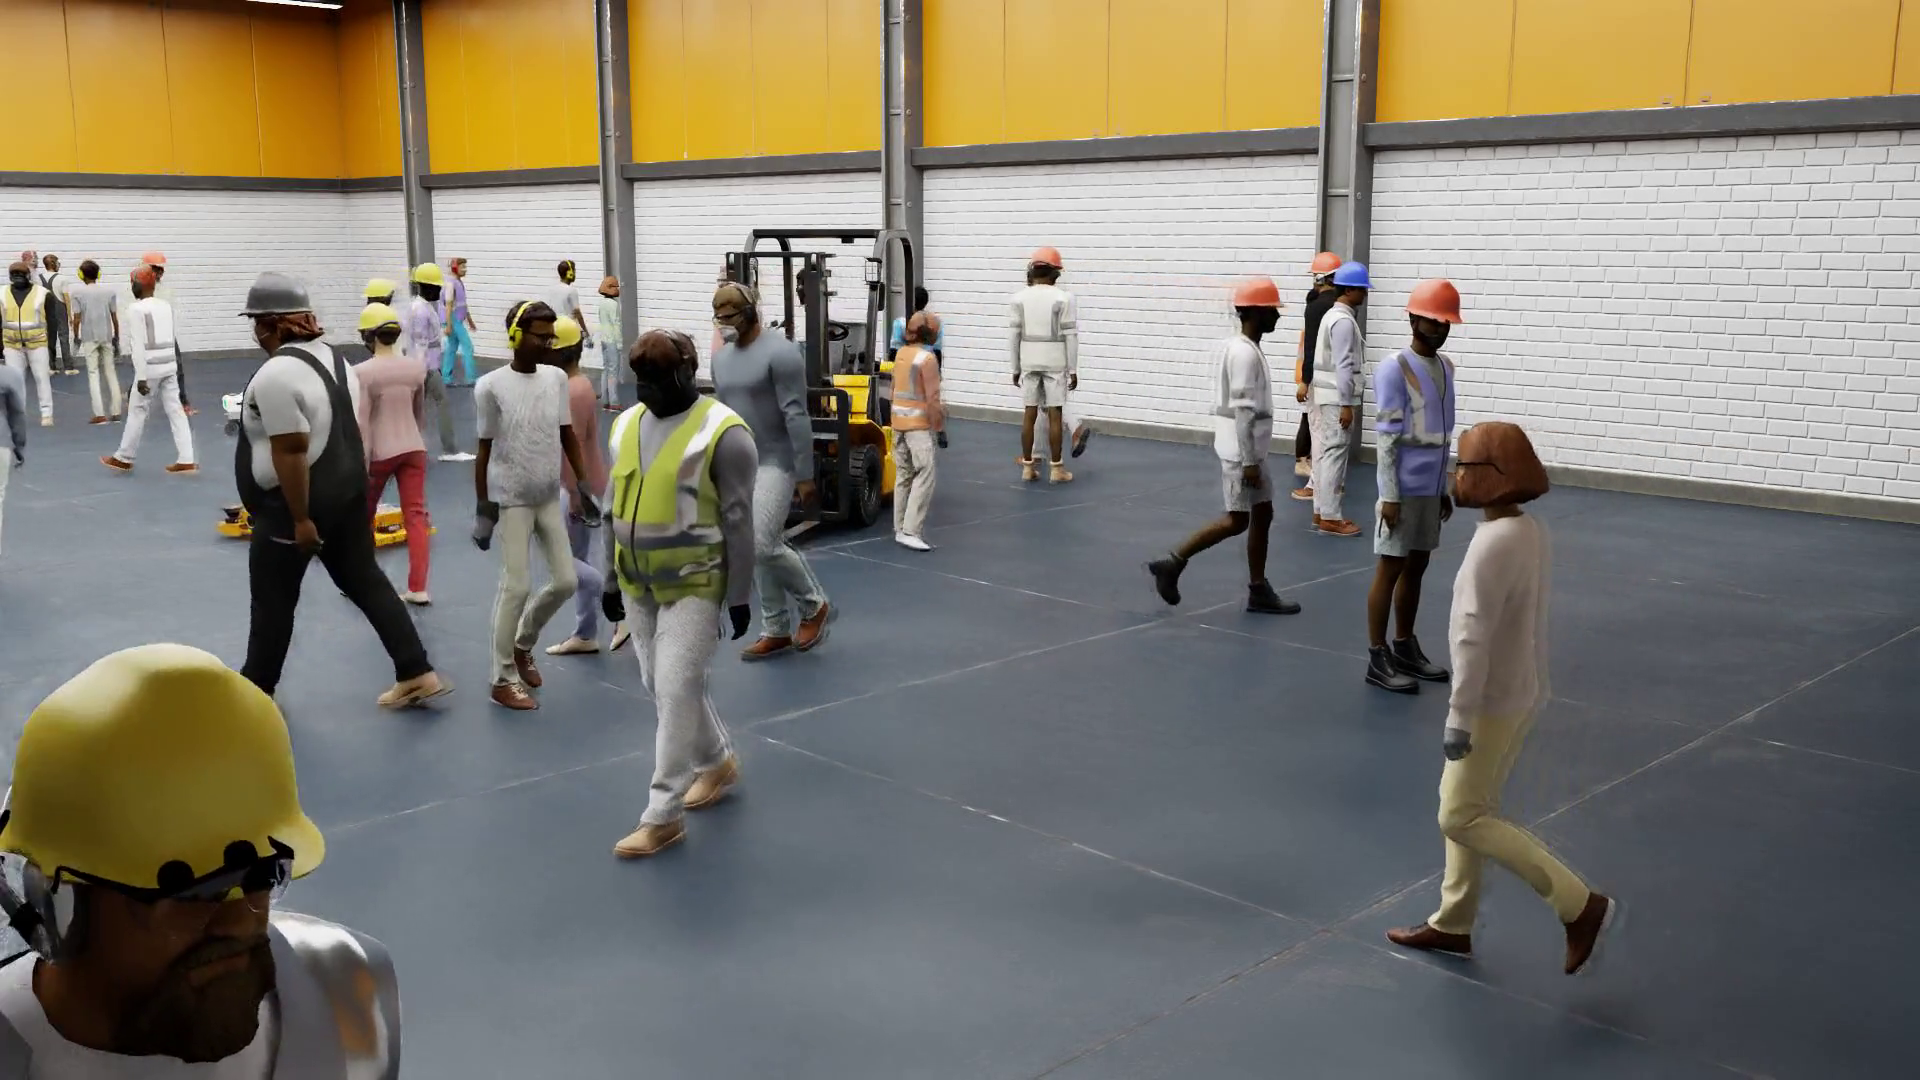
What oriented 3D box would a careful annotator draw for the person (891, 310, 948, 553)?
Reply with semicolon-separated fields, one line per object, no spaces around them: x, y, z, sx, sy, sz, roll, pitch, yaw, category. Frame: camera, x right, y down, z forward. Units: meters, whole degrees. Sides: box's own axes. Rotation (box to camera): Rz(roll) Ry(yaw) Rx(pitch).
-0.284;-0.744;11.337;0.382;1.626;0.705;-5;12;-26;person

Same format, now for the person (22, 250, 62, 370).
-14.550;-3.607;26.196;0.680;1.906;0.437;9;13;39;person

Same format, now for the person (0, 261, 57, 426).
-10.423;-2.177;18.559;0.632;1.842;0.429;-3;11;-16;person

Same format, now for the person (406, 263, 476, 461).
-5.067;-1.641;15.522;0.899;1.885;0.594;-4;11;-22;person

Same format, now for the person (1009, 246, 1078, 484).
0.738;-1.503;14.338;0.615;2.038;0.396;5;11;24;person

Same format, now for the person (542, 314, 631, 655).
-1.895;-0.257;8.327;0.451;1.743;0.547;-2;11;-10;person

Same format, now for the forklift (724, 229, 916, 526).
-1.050;-1.319;12.920;1.214;2.155;2.313;2;11;13;forklift

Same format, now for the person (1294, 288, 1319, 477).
3.135;-1.404;14.772;0.318;1.689;0.536;3;11;17;person

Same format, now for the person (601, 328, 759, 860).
-1.022;0.154;5.932;0.642;1.817;0.784;7;12;32;person

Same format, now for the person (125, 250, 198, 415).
-9.588;-2.463;19.791;0.868;1.961;0.621;4;11;23;person

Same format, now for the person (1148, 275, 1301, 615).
1.508;-0.519;9.310;0.780;1.920;0.545;3;11;14;person

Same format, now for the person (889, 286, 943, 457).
-0.430;-1.625;16.082;0.538;1.647;0.904;-7;13;-34;person

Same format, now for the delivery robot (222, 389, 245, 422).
-7.548;-1.459;17.900;0.707;0.478;0.477;-4;11;-19;delivery robot

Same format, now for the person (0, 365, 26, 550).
-6.124;-0.561;10.407;0.516;1.582;0.813;-4;11;-23;person

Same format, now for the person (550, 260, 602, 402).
-4.780;-2.511;20.461;0.974;1.820;0.510;-9;14;-41;person

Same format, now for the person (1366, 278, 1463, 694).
2.160;-0.255;7.833;0.543;1.932;0.376;-9;14;-42;person

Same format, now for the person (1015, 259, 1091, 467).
0.837;-1.615;15.268;0.637;1.922;0.641;8;13;37;person

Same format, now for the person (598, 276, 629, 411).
-4.235;-2.384;20.258;0.285;1.633;0.500;-7;12;-33;person

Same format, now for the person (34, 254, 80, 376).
-13.780;-3.418;25.325;0.506;1.843;0.349;0;10;-2;person

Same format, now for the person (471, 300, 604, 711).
-1.978;-0.164;7.573;0.510;1.845;0.524;8;13;36;person

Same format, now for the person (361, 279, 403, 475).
-5.089;-1.435;14.779;0.446;1.751;0.530;-2;11;-13;person

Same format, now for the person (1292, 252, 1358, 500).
2.941;-1.313;13.425;0.611;1.996;0.378;-9;14;-41;person

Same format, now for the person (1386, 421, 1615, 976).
1.562;0.470;4.739;0.573;1.615;0.514;5;11;24;person

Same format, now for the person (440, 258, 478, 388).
-6.933;-3.024;23.266;0.817;1.813;0.596;-2;10;-8;person

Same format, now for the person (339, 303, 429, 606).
-3.360;-0.496;9.669;0.750;1.739;0.526;8;13;38;person

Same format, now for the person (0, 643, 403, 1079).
-0.687;0.979;1.507;0.930;1.782;0.612;8;13;39;person

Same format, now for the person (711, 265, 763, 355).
-1.870;-1.441;14.427;0.604;1.890;0.646;-6;12;-29;person

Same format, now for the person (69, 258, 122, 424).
-9.782;-2.244;18.852;0.329;1.871;0.529;10;14;43;person

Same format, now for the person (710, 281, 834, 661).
-0.993;-0.336;8.340;0.465;1.907;0.673;-10;14;-43;person

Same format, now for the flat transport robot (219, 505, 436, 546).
-4.457;-0.132;11.696;1.431;0.197;0.652;6;12;28;flat transport robot

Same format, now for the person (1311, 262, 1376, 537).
2.725;-1.003;11.873;0.409;1.943;0.615;1;10;4;person

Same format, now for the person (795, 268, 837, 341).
-1.136;-1.510;14.923;1.039;1.863;0.611;3;11;13;person

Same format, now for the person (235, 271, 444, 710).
-2.830;-0.224;7.368;1.029;2.000;0.683;2;11;12;person

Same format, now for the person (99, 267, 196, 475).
-7.263;-1.494;14.818;0.943;1.836;0.608;3;11;14;person
